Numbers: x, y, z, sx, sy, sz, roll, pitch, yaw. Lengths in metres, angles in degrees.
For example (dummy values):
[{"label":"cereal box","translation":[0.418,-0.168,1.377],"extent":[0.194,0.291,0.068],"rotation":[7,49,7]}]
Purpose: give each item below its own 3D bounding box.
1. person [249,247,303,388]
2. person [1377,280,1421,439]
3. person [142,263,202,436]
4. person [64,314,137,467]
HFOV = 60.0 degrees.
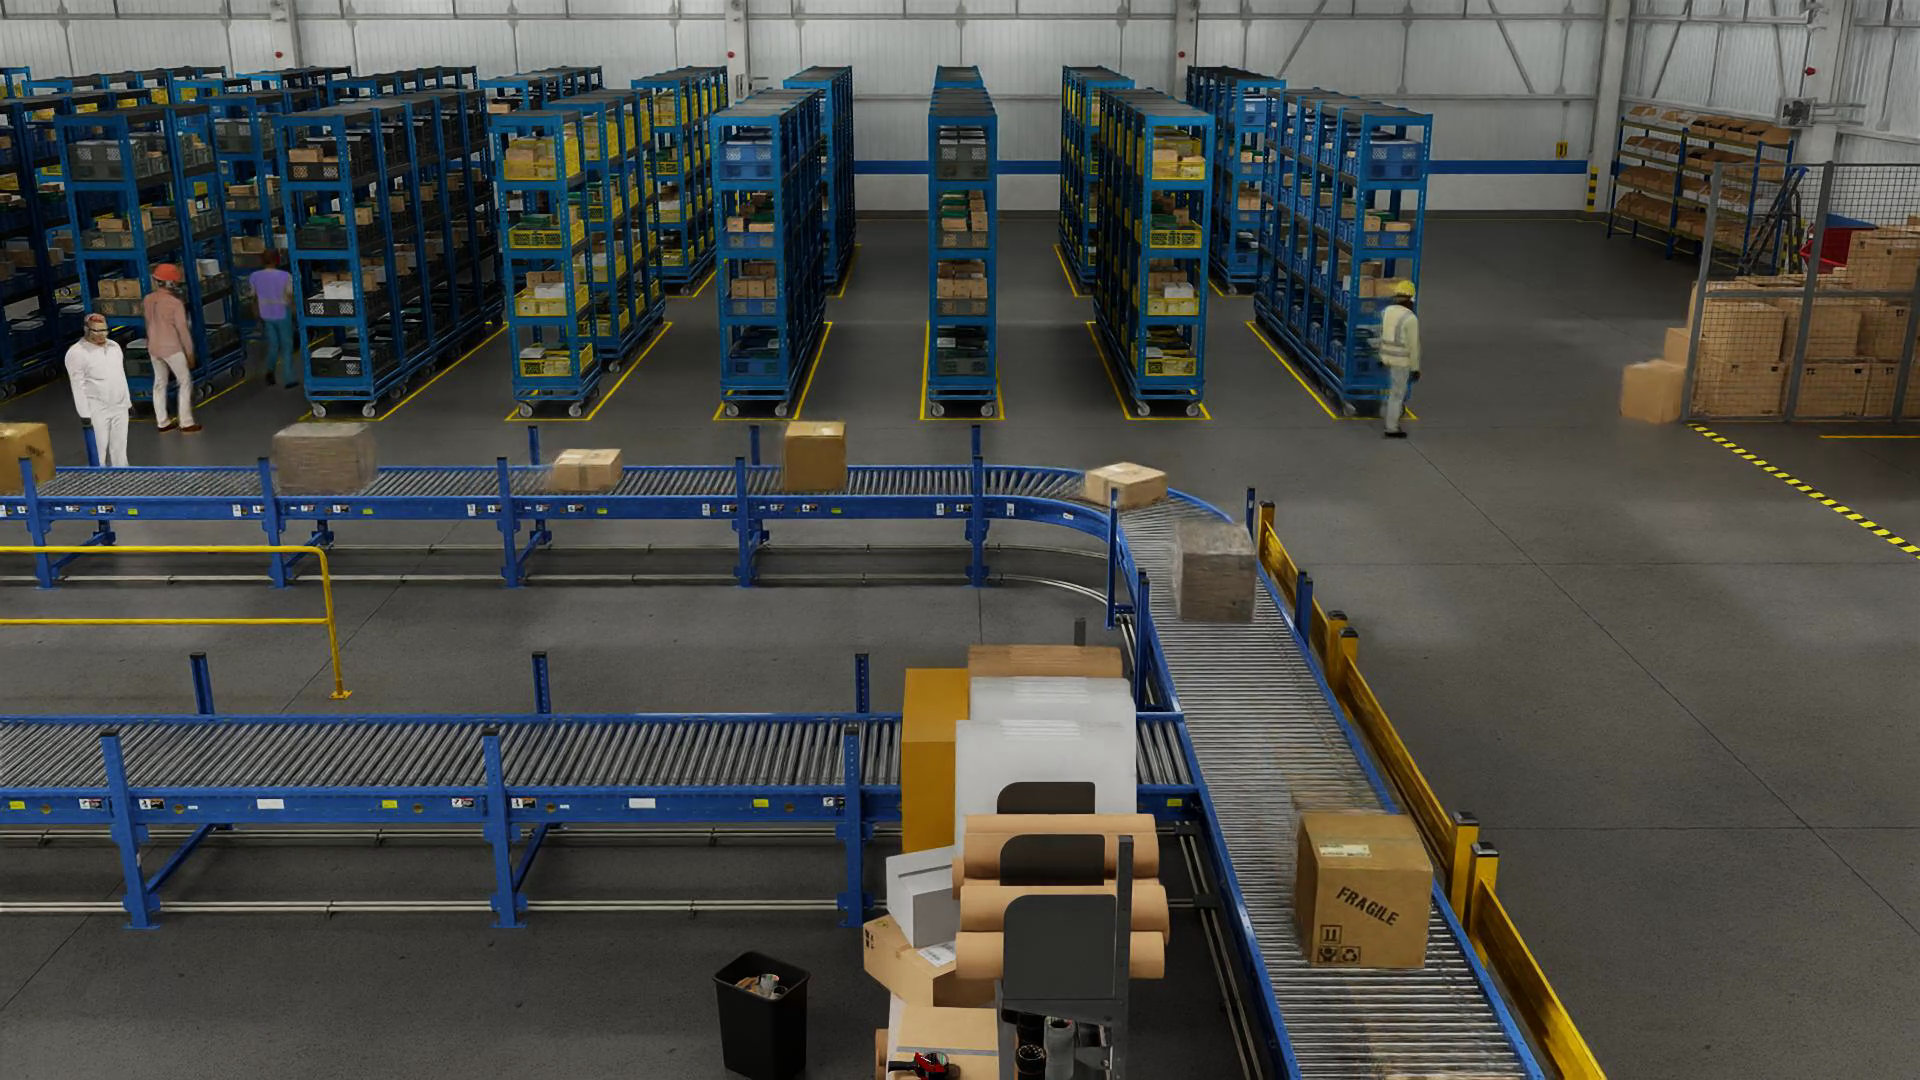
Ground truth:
[{"label":"person","translation":[-8.818,-2.864,21.505],"extent":[0.578,1.831,0.433],"rotation":[2,18,7]},{"label":"person","translation":[5.054,-2.053,19.037],"extent":[0.477,1.805,0.659],"rotation":[-6,19,-18]},{"label":"person","translation":[-9.113,-2.199,19.222],"extent":[0.619,1.981,0.440],"rotation":[8,20,22]},{"label":"person","translation":[-8.526,-1.319,16.629],"extent":[0.407,1.902,0.639],"rotation":[6,19,19]}]
